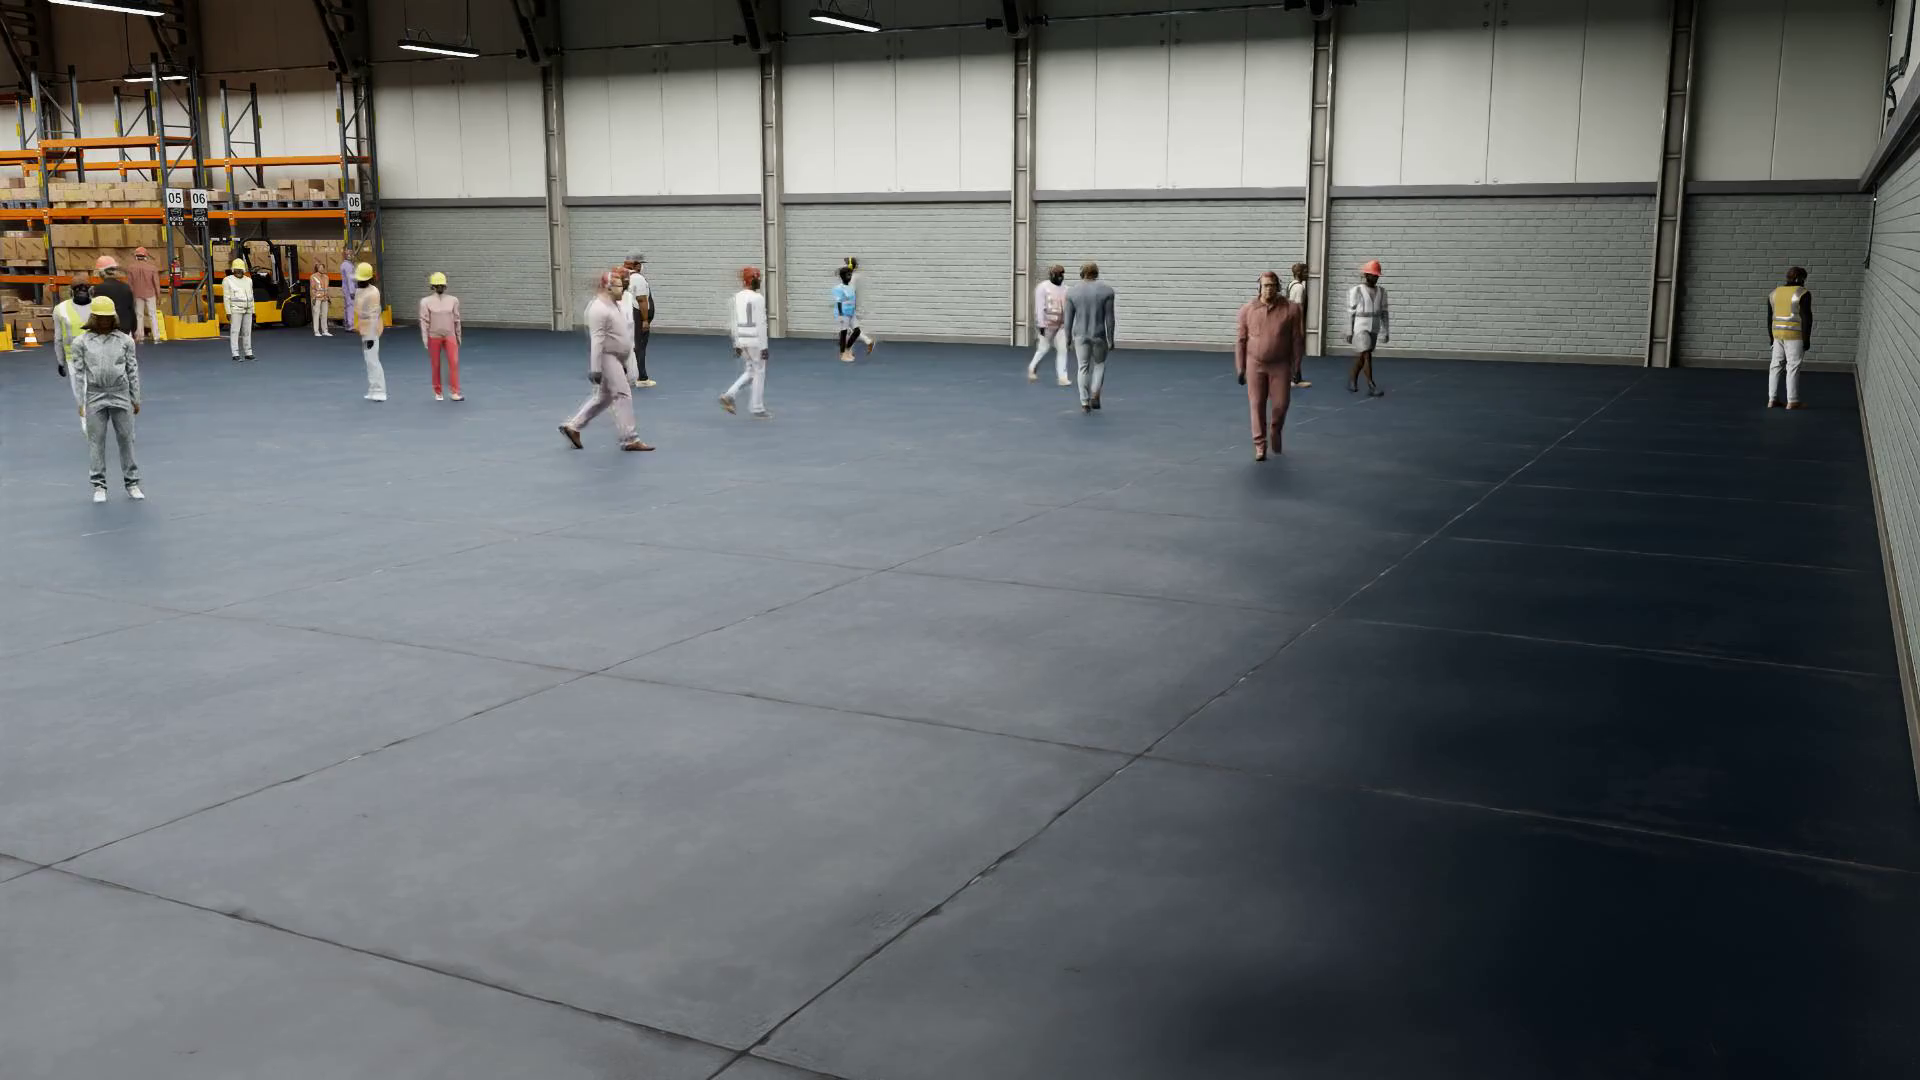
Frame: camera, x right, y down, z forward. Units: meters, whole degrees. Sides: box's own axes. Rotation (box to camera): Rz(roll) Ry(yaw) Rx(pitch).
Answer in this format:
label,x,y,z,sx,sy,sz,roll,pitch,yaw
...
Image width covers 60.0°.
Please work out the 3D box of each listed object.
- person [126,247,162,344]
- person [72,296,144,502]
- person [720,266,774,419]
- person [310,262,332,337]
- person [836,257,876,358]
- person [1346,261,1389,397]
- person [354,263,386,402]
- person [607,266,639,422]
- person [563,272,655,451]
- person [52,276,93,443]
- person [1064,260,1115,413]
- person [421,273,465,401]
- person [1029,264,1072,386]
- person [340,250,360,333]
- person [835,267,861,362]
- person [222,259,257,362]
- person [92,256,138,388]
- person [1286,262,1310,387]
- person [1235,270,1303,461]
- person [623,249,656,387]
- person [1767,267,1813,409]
label,x,y,z,sx,sy,sz,roll,pitch,yaw
person,-16.829,-5.034,34.321,0.625,1.992,0.388,-4,11,-20
person,-7.180,-1.184,14.037,0.488,1.738,0.327,-7,12,-33
person,-2.567,-2.379,20.194,0.566,1.867,0.581,-7,13,-35
person,-14.192,-5.335,36.931,0.315,1.640,0.515,5,11,25
person,-1.922,-4.230,30.334,0.649,1.854,0.517,-1,10,-5
person,5.742,-2.992,23.509,0.554,1.890,1.017,-3,11,-16
person,-8.035,-2.814,22.552,0.382,1.878,0.720,-7,13,-35
person,-4.151,-2.349,20.014,0.511,1.875,0.580,6,12,28
person,-3.707,-1.854,17.345,0.933,1.870,0.645,0,10,2
person,-9.598,-2.000,18.324,0.636,1.800,0.937,-6,12,-30
person,1.643,-2.585,21.161,0.650,1.921,0.526,1,10,8
person,-6.934,-2.706,22.332,0.540,1.733,0.827,-6,12,-28
person,1.382,-3.243,25.045,0.623,1.820,0.815,-6,12,-28
person,-14.069,-5.743,38.428,0.400,1.910,0.643,-5,12,-27
person,-1.997,-3.972,29.359,0.371,1.683,0.560,6,12,30
person,-12.801,-4.086,29.615,0.404,1.821,0.600,6,12,30
person,-11.498,-2.828,22.390,0.962,1.950,0.647,3,11,16
person,5.000,-3.188,24.666,0.336,1.845,0.515,-1,10,-8
person,3.078,-1.740,16.625,0.672,1.892,0.453,2,11,12
person,-4.811,-3.311,24.799,0.536,2.000,0.688,-10,14,-44
person,10.769,-2.613,21.558,0.430,1.838,0.619,-4,11,-23
